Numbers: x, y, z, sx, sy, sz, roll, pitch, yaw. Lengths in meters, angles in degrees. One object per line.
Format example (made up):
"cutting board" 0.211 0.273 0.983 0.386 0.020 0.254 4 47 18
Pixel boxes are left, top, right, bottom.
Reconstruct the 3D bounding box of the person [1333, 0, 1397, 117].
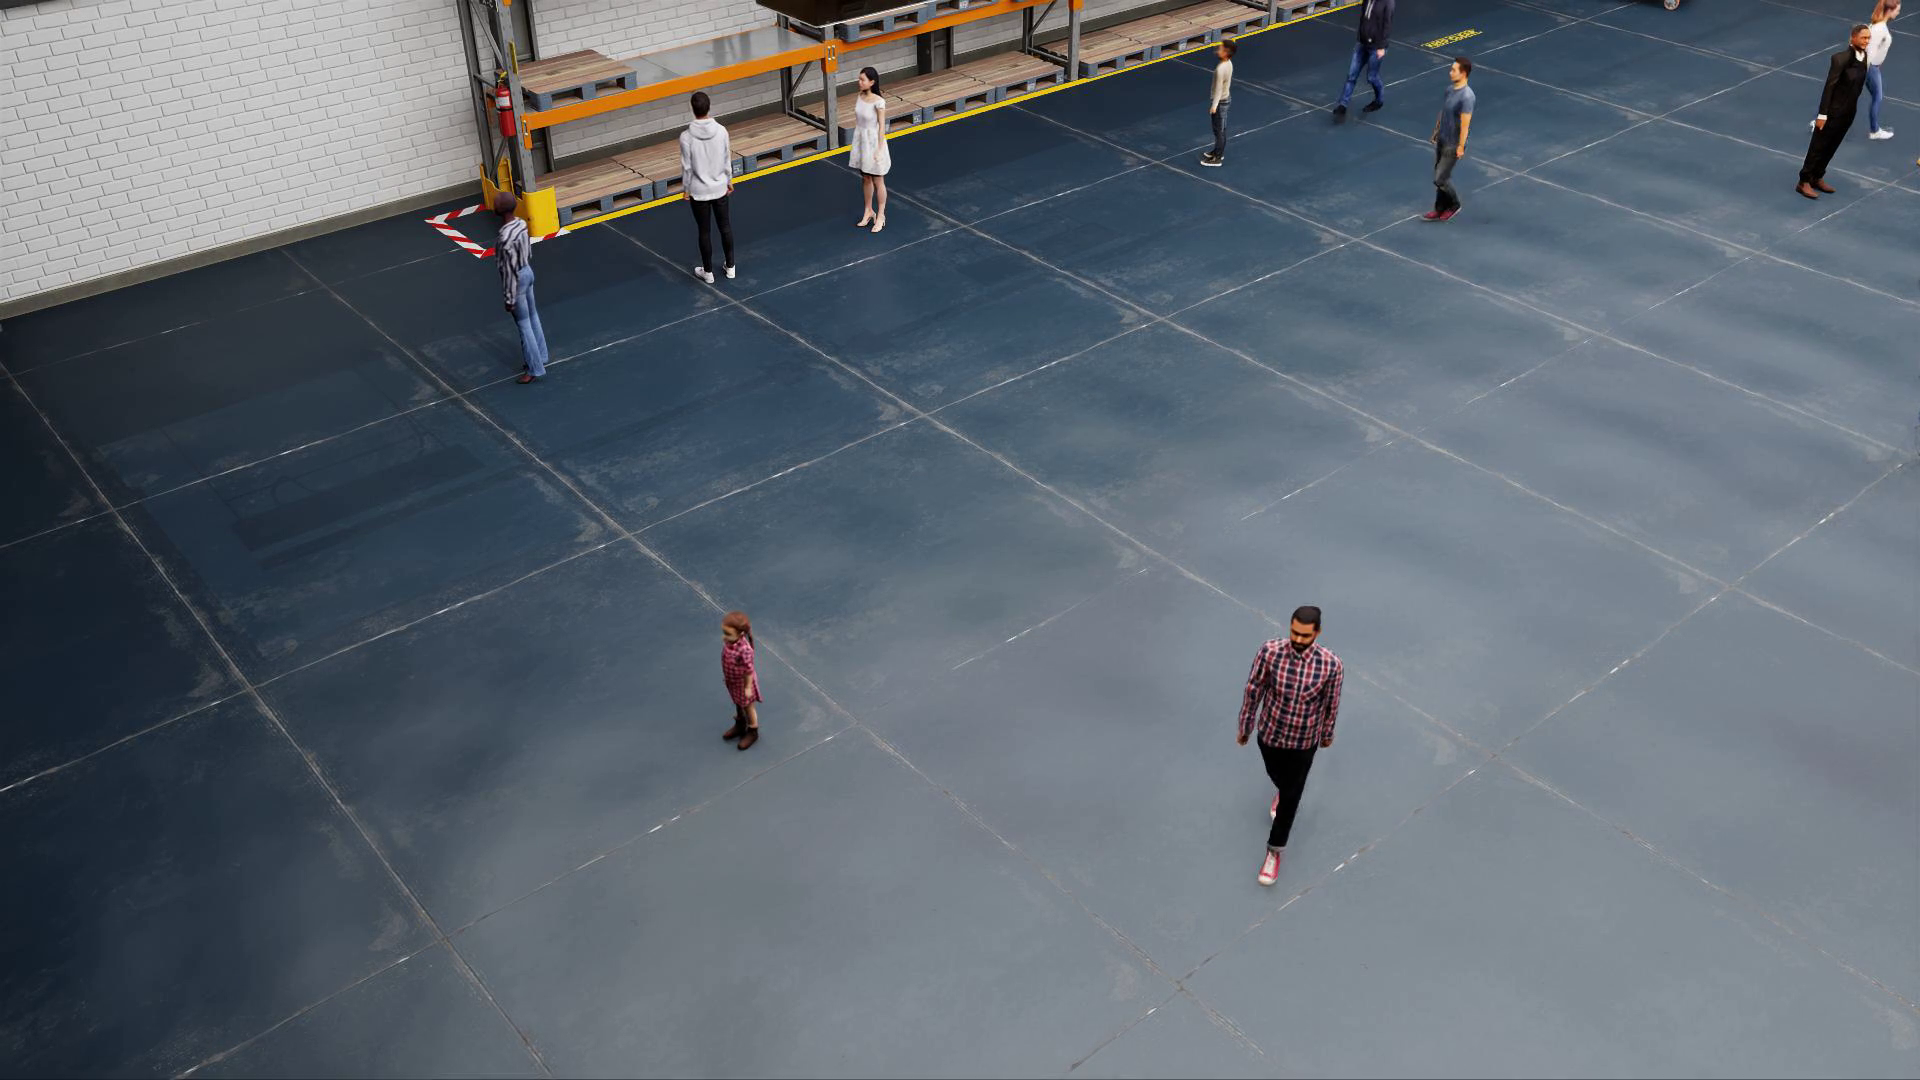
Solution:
"person" 5.089 -6.108 20.594 1.119 1.826 0.894 -19 38 -26

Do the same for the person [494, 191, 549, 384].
"person" -3.925 -2.259 14.830 0.741 1.796 0.689 2 34 3

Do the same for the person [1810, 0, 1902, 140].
"person" 10.840 -5.675 20.074 1.070 1.680 1.171 12 35 17

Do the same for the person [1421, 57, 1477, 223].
"person" 5.355 -4.277 17.859 0.819 1.803 0.802 -6 34 -9

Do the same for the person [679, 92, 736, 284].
"person" -2.509 -3.523 16.611 0.599 1.930 0.793 -16 37 -23

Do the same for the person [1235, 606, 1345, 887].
"person" 1.966 1.086 9.865 1.037 1.722 1.260 13 36 19

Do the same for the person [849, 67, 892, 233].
"person" -0.954 -4.161 17.710 0.626 1.775 0.643 -27 42 -34

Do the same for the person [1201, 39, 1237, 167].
"person" 3.049 -5.119 19.431 0.691 1.466 0.600 10 35 15

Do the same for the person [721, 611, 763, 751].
"person" -1.423 0.888 10.795 0.442 1.021 0.426 -27 42 -34

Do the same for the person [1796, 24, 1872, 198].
"person" 9.786 -4.800 18.555 0.600 1.904 0.811 -18 38 -25
